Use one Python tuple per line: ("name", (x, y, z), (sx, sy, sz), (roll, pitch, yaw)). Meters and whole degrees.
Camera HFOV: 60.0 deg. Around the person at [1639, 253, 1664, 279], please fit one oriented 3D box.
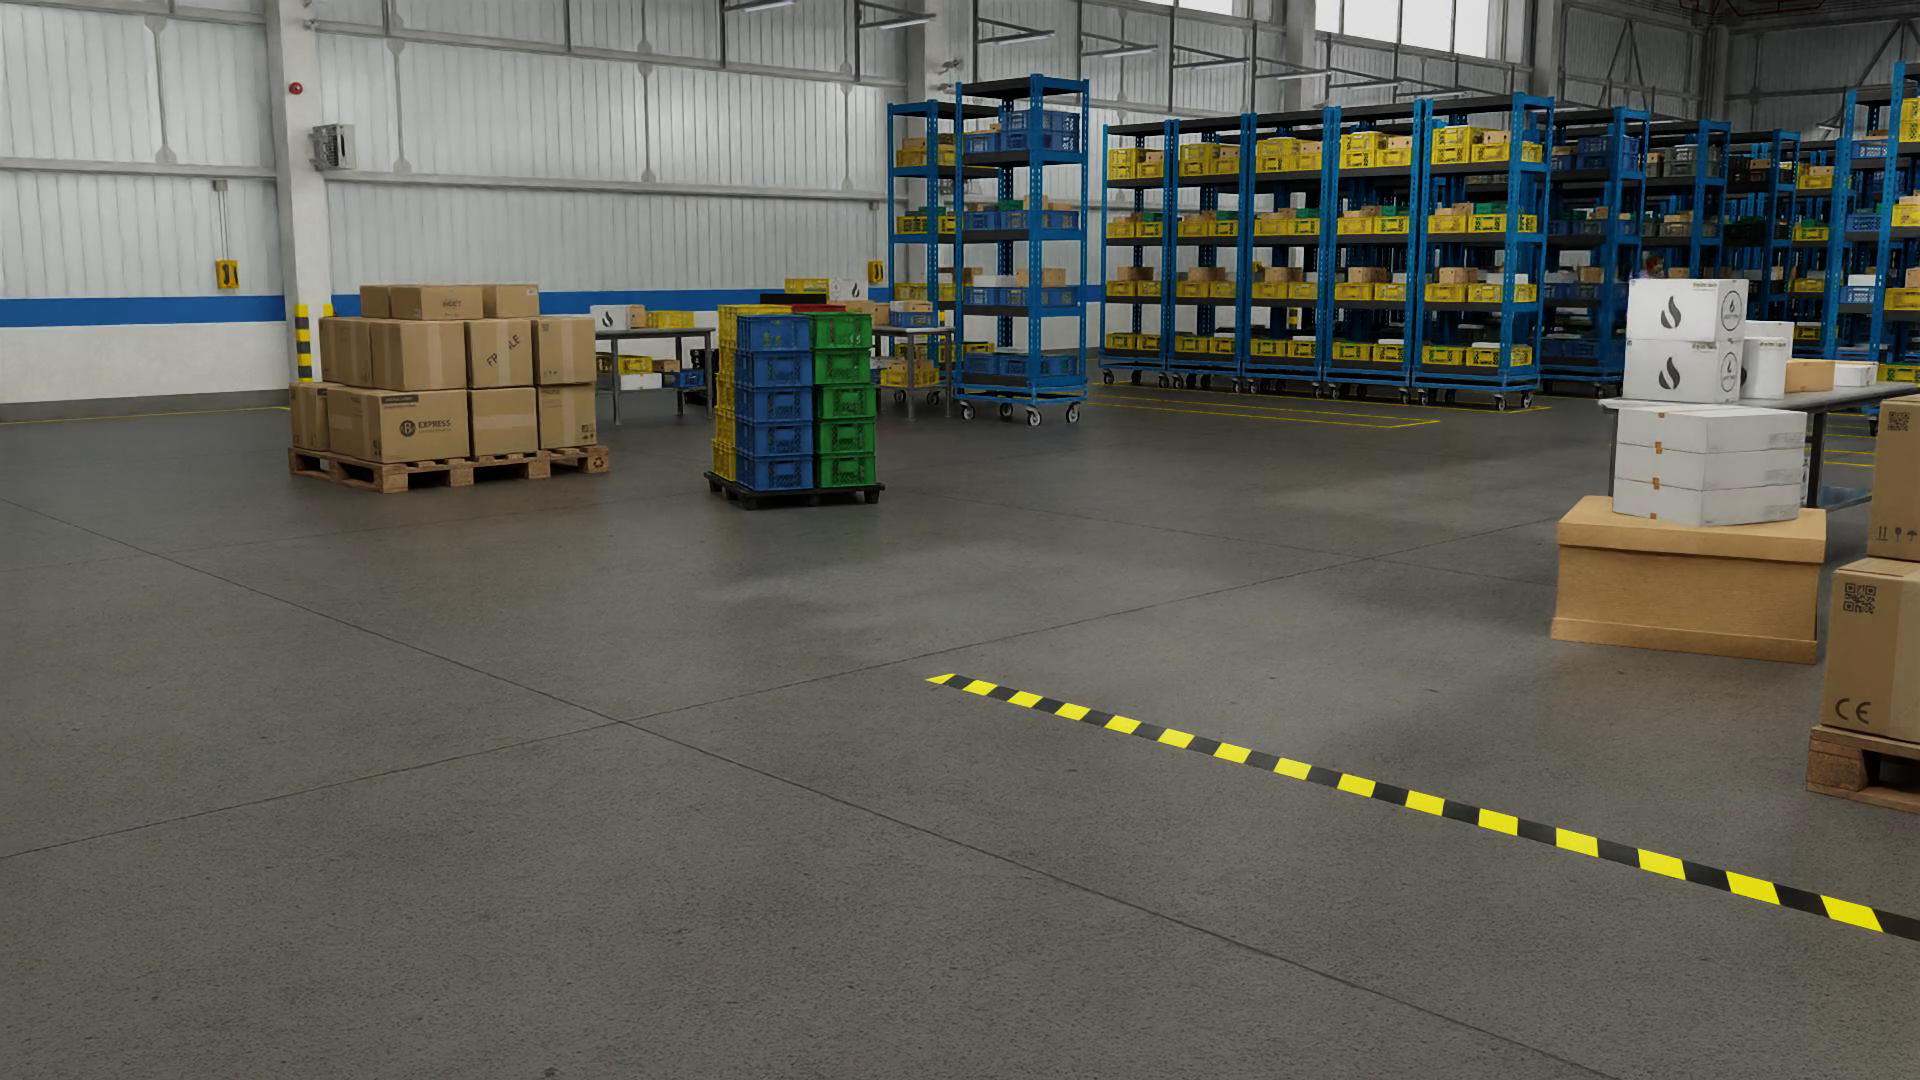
("person", (9.229, -2.888, 22.141), (0.642, 1.828, 0.565), (9, 13, 43))
